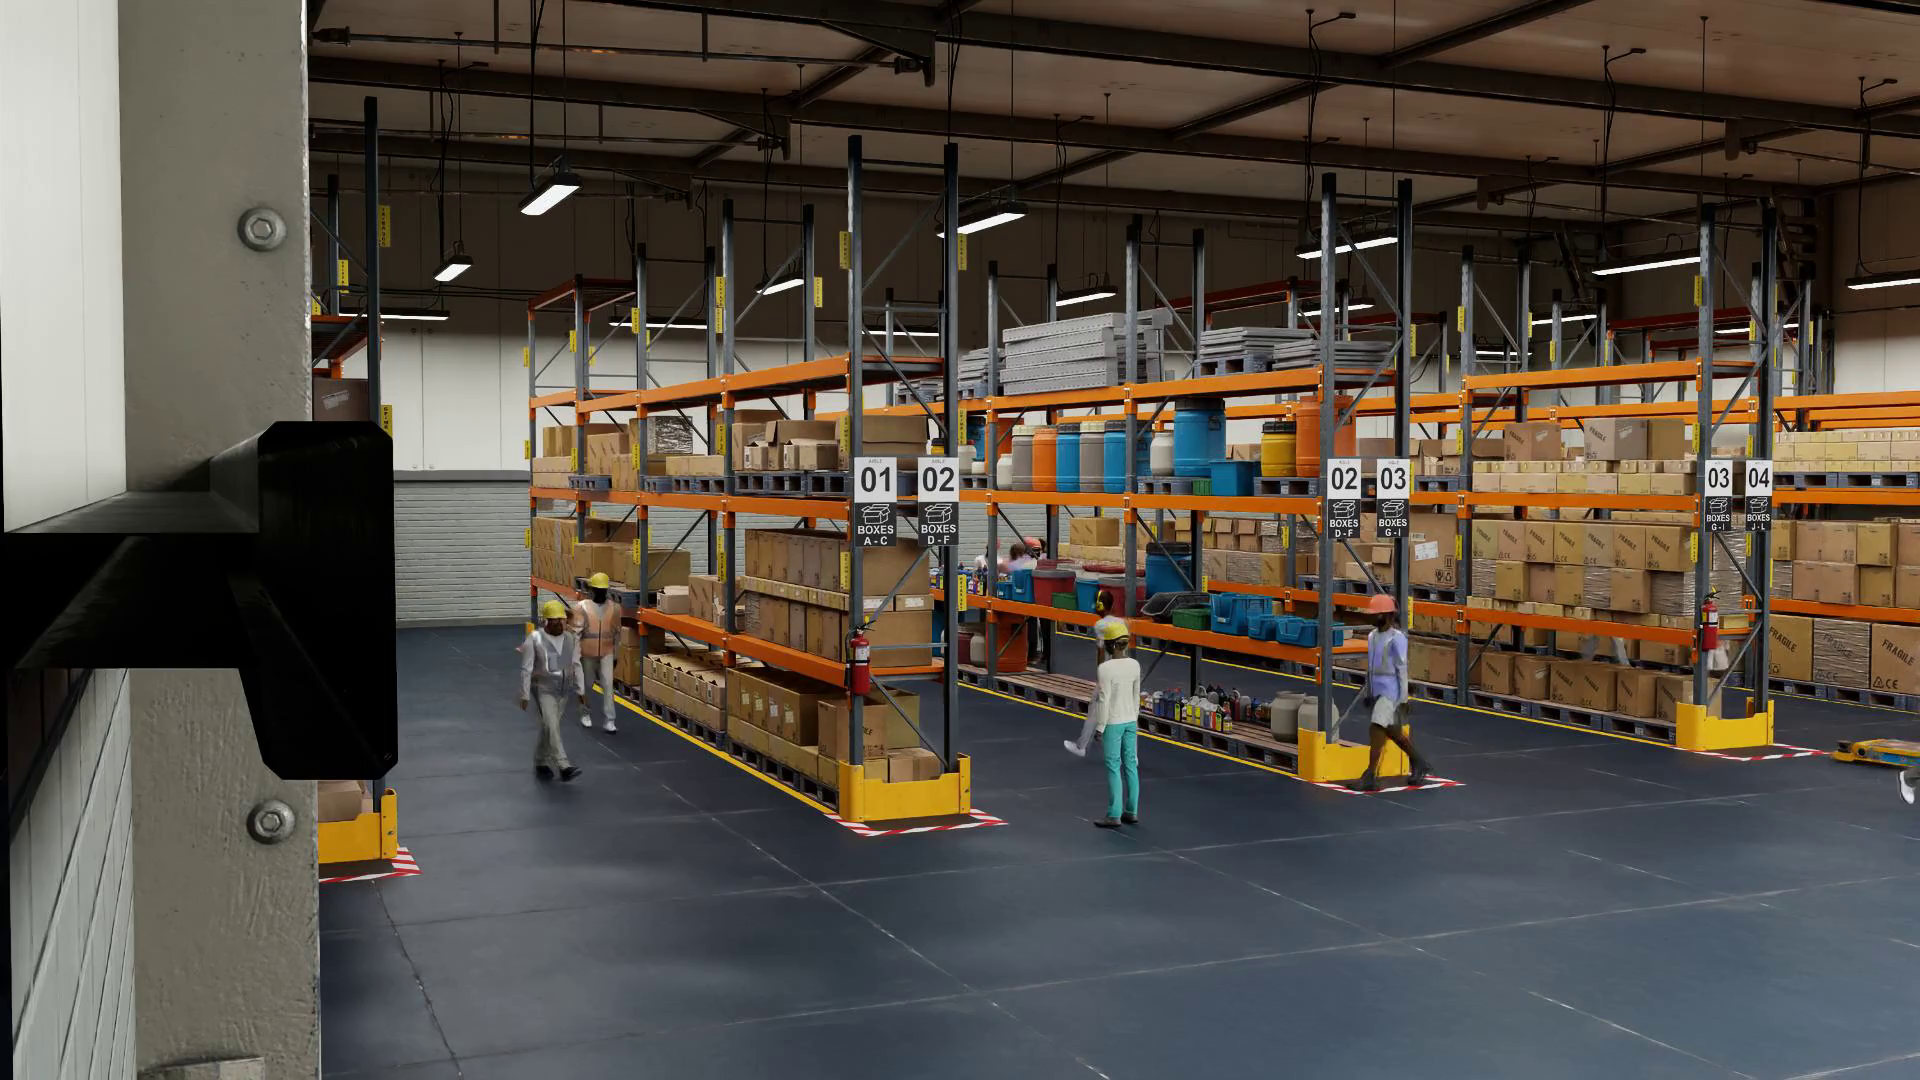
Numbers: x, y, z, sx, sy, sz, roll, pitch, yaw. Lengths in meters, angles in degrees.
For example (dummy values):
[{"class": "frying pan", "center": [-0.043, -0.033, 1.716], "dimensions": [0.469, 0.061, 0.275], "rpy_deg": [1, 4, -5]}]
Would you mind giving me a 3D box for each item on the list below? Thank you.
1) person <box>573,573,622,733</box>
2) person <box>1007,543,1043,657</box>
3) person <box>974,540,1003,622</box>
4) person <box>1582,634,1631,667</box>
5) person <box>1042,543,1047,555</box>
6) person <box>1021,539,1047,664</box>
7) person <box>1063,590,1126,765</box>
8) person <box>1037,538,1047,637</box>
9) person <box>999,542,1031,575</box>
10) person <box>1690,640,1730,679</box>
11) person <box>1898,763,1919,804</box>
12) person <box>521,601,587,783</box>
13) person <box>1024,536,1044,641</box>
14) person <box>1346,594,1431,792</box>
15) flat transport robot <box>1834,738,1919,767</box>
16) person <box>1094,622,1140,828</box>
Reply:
[{"class": "person", "center": [-4.318, 1.318, 21.307], "dimensions": [0.590, 1.883, 0.988], "rpy_deg": [-1, 2, -22]}, {"class": "person", "center": [0.965, 0.993, 29.658], "dimensions": [1.030, 1.883, 0.631], "rpy_deg": [1, 3, 33]}, {"class": "person", "center": [0.501, 0.919, 31.847], "dimensions": [0.588, 1.861, 0.999], "rpy_deg": [0, 2, 0]}, {"class": "person", "center": [9.357, 1.135, 25.796], "dimensions": [0.614, 1.889, 1.018], "rpy_deg": [-1, 3, -34]}, {"class": "person", "center": [1.686, 0.839, 36.911], "dimensions": [0.501, 1.631, 0.285], "rpy_deg": [2, 3, 37]}, {"class": "person", "center": [1.217, 0.982, 28.600], "dimensions": [0.609, 1.988, 0.392], "rpy_deg": [-1, 3, -30]}, {"class": "person", "center": [1.502, 1.438, 18.930], "dimensions": [0.493, 1.812, 0.969], "rpy_deg": [-2, 3, -41]}, {"class": "person", "center": [1.461, 0.883, 33.365], "dimensions": [0.534, 1.831, 0.966], "rpy_deg": [-1, 2, -18]}, {"class": "person", "center": [0.970, 0.955, 30.793], "dimensions": [0.654, 1.876, 0.823], "rpy_deg": [-1, 2, -26]}, {"class": "person", "center": [9.194, 1.269, 22.038], "dimensions": [0.554, 1.925, 0.567], "rpy_deg": [0, 2, -11]}, {"class": "person", "center": [8.830, 1.517, 15.984], "dimensions": [0.589, 1.890, 0.715], "rpy_deg": [-2, 3, -35]}, {"class": "person", "center": [-3.974, 1.496, 17.731], "dimensions": [0.911, 1.782, 0.623], "rpy_deg": [2, 3, 42]}, {"class": "person", "center": [1.284, 0.881, 32.298], "dimensions": [0.551, 1.913, 0.824], "rpy_deg": [-1, 2, -24]}, {"class": "person", "center": [4.187, 1.461, 17.374], "dimensions": [0.944, 1.905, 0.556], "rpy_deg": [-1, 2, -17]}, {"class": "flat transport robot", "center": [9.901, 2.235, 18.524], "dimensions": [0.652, 0.197, 1.431], "rpy_deg": [-1, 3, -33]}, {"class": "person", "center": [1.352, 1.593, 15.535], "dimensions": [0.315, 1.767, 0.535], "rpy_deg": [2, 3, 45]}]
